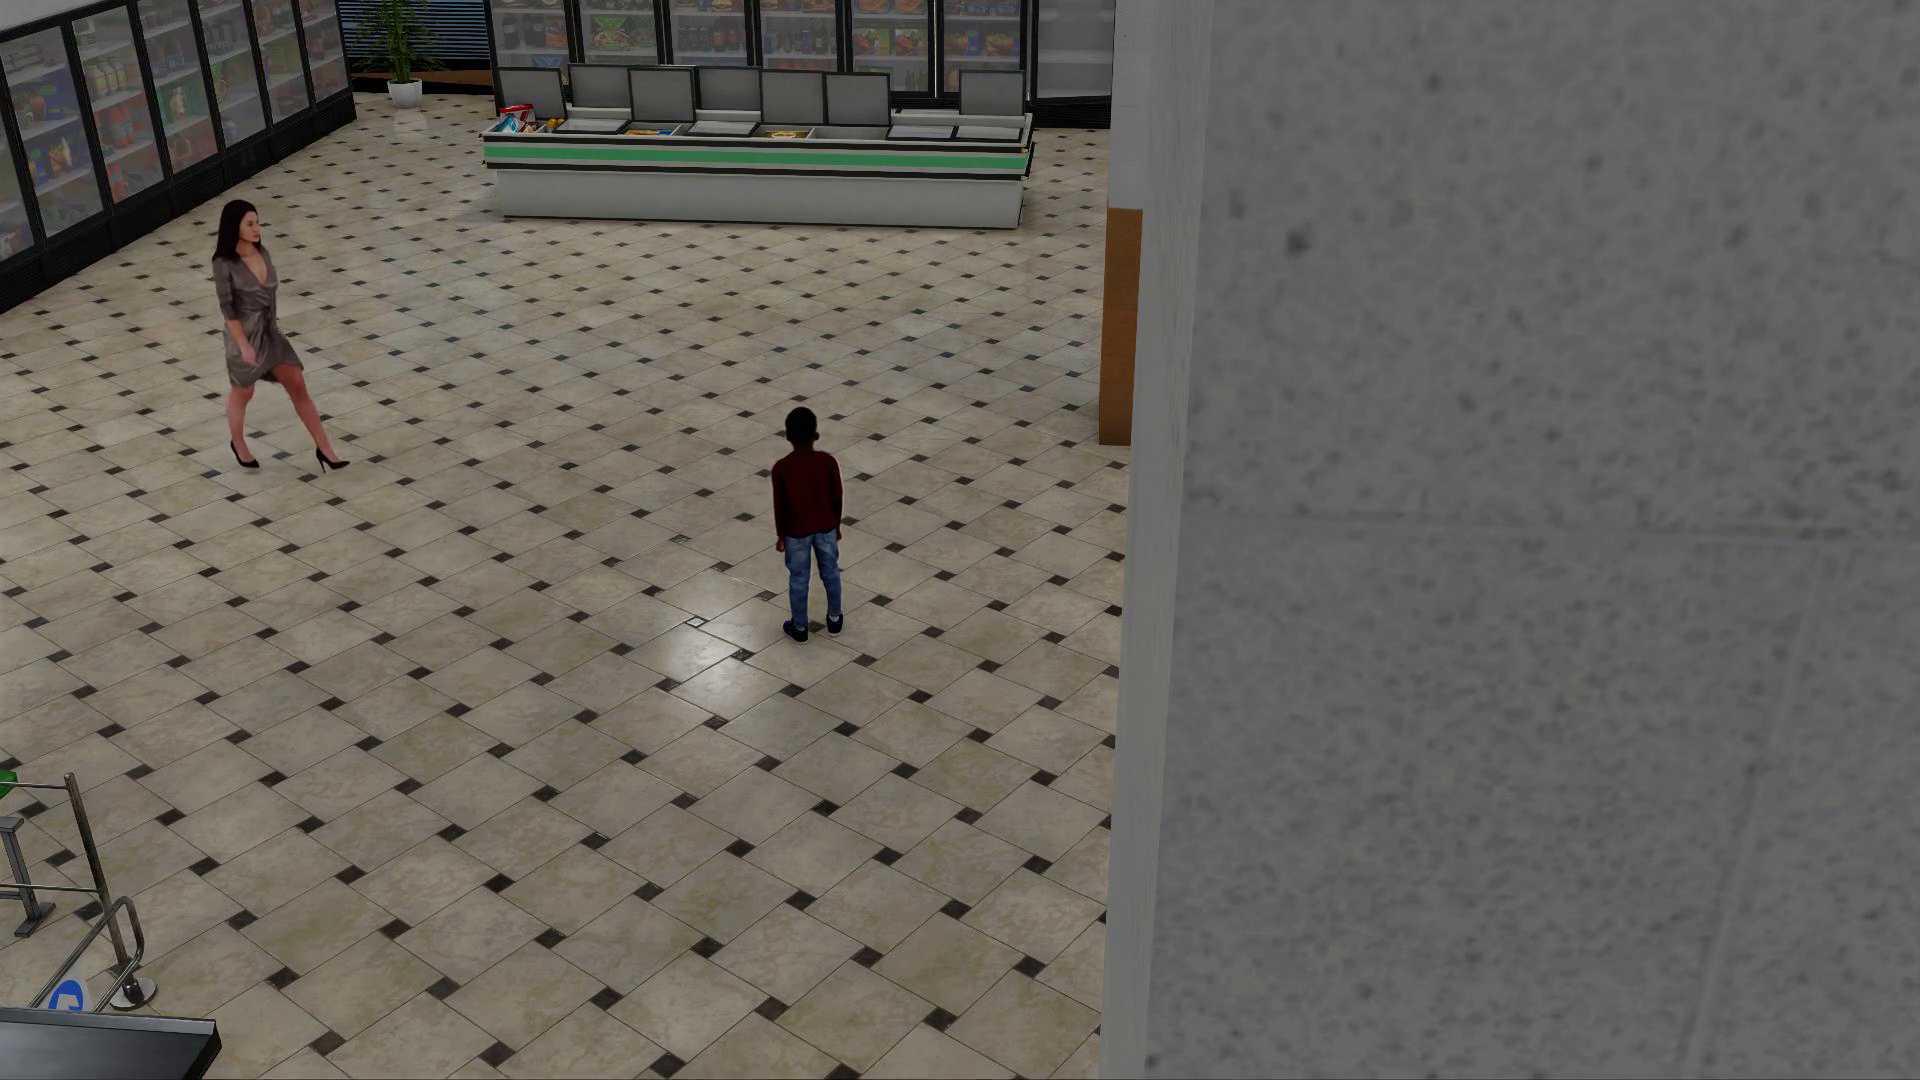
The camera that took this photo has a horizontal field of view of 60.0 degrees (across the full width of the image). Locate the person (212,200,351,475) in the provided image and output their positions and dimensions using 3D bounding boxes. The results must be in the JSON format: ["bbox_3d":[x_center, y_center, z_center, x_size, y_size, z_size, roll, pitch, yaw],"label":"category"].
[{"bbox_3d":[-4.300,-1.168,9.992,1.172,1.693,0.884,13,30,24],"label":"person"}]

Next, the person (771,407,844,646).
[{"bbox_3d":[-0.753,-0.071,8.314,0.532,1.254,0.634,-9,28,-18],"label":"person"}]
